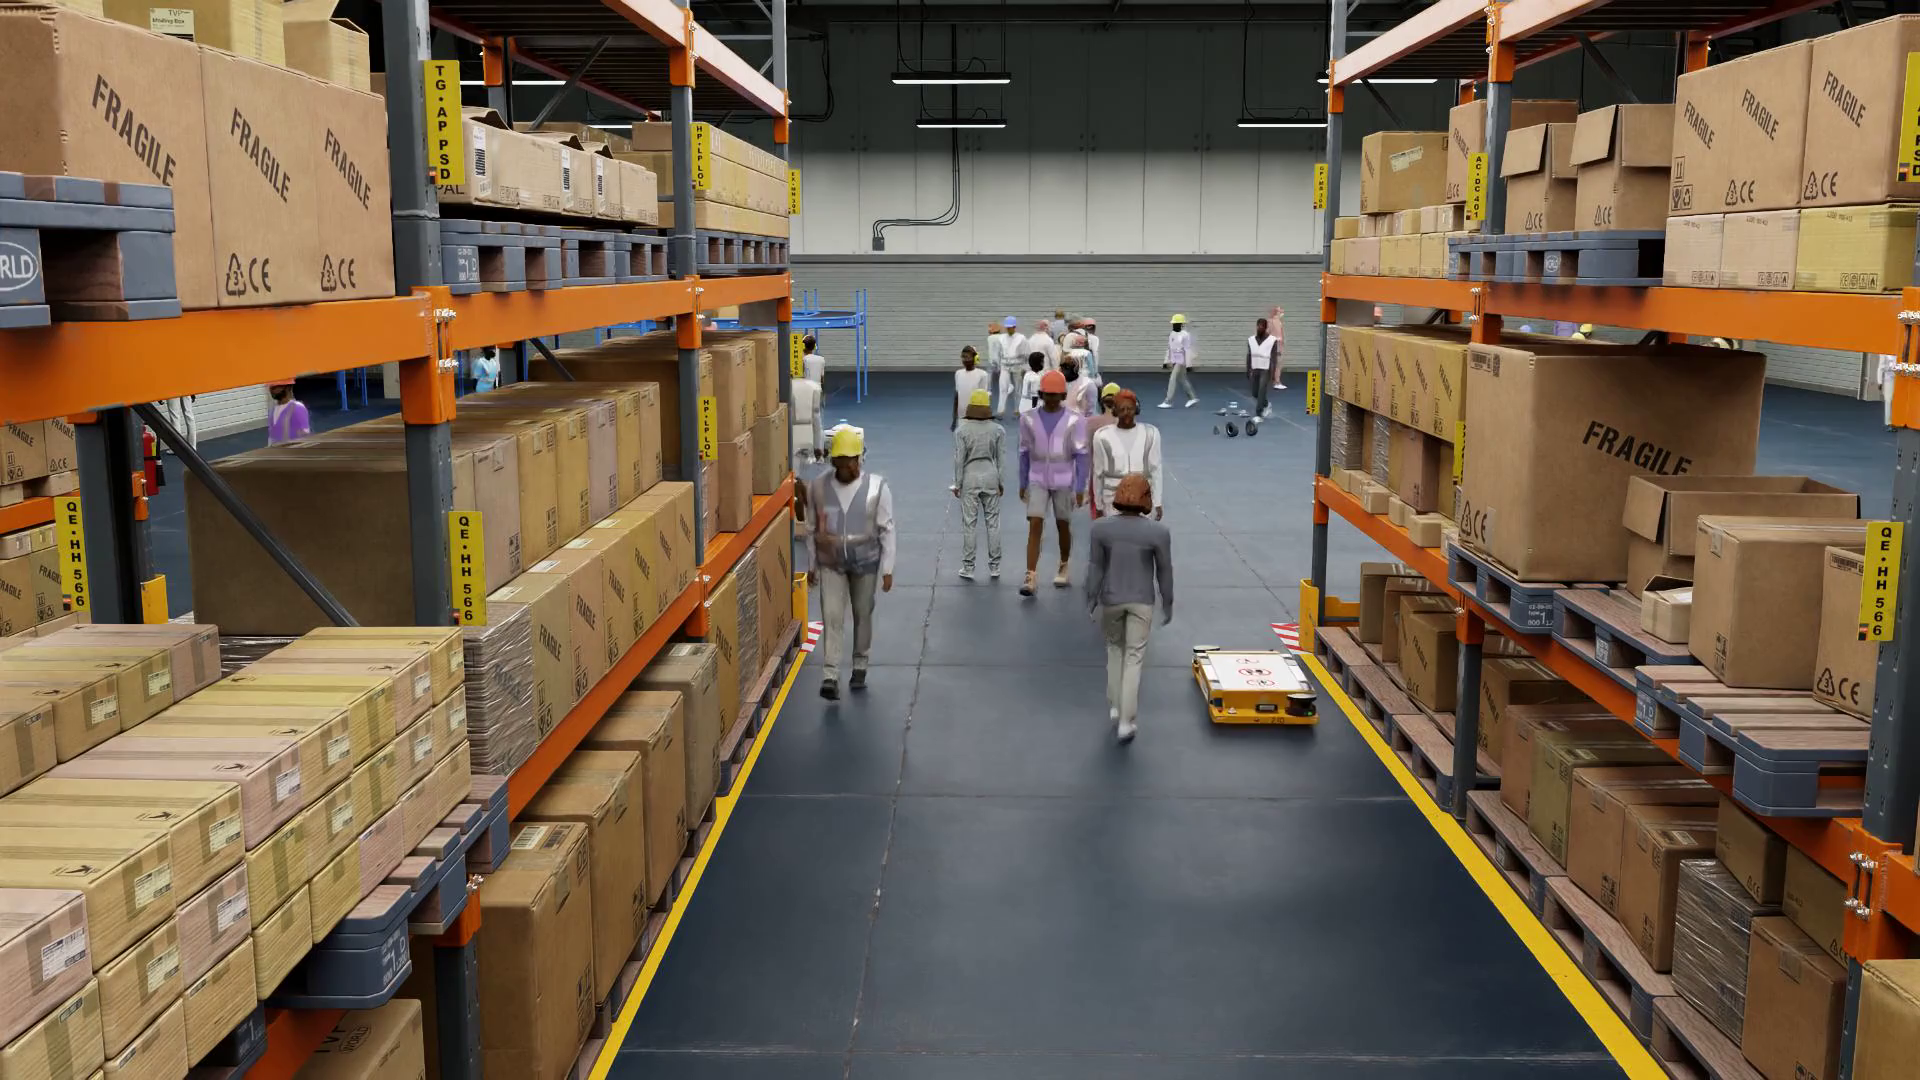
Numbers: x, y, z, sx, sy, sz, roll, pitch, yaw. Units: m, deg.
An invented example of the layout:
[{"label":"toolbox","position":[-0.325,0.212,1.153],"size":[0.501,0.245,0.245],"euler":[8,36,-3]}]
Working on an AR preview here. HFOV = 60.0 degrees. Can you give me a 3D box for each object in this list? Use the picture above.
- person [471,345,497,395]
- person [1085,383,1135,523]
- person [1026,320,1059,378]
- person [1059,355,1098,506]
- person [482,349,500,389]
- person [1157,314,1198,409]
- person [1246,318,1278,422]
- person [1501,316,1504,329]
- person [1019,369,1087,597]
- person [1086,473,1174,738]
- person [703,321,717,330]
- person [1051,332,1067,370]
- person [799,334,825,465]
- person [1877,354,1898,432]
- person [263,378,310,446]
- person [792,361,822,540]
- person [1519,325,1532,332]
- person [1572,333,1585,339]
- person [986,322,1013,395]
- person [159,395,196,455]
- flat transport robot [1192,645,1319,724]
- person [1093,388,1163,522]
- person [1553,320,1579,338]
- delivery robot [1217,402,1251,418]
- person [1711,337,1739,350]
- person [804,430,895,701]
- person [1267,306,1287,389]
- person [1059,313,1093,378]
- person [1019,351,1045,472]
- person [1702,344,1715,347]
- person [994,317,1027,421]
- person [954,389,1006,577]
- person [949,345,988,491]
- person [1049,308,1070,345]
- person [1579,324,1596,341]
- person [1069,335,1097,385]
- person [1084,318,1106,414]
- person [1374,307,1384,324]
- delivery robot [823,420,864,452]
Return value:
[{"label":"person","position":[-7.560,-2.350,26.526],"size":[0.854,1.645,0.552],"euler":[1,10,6]},{"label":"person","position":[1.444,-0.642,16.050],"size":[0.552,1.749,0.367],"euler":[1,10,5]},{"label":"person","position":[1.578,-3.063,30.234],"size":[1.027,1.853,0.648],"euler":[-6,11,-30]},{"label":"person","position":[1.301,-1.253,19.486],"size":[0.647,1.824,0.452],"euler":[7,12,36]},{"label":"person","position":[-8.426,-2.993,29.842],"size":[0.319,1.856,0.517],"euler":[1,10,8]},{"label":"person","position":[4.409,-3.592,33.357],"size":[0.985,1.882,0.589],"euler":[-4,10,-22]},{"label":"person","position":[5.553,-3.127,30.522],"size":[0.593,1.898,0.688],"euler":[7,12,38]},{"label":"person","position":[10.877,-3.637,33.787],"size":[0.761,1.828,0.515],"euler":[-6,11,-32]},{"label":"person","position":[0.804,-0.513,14.632],"size":[0.634,1.976,1.058],"euler":[2,10,14]},{"label":"person","position":[1.067,0.385,10.288],"size":[0.529,1.607,0.621],"euler":[3,10,18]},{"label":"person","position":[-3.939,-2.480,26.399],"size":[0.623,1.978,0.436],"euler":[-5,11,-28]},{"label":"person","position":[1.864,-3.041,30.786],"size":[0.534,1.620,0.360],"euler":[2,10,13]},{"label":"person","position":[-2.176,-2.024,23.990],"size":[0.517,1.868,0.328],"euler":[-8,13,-41]},{"label":"person","position":[16.054,-2.725,28.414],"size":[0.595,1.792,0.890],"euler":[2,10,14]},{"label":"person","position":[-6.574,-0.770,16.386],"size":[0.553,1.898,0.983],"euler":[8,12,39]},{"label":"person","position":[-1.756,-1.014,17.501],"size":[0.454,2.021,0.602],"euler":[8,12,38]},{"label":"person","position":[9.052,-2.483,26.659],"size":[0.639,1.905,0.976],"euler":[1,10,6]},{"label":"person","position":[9.971,-2.467,26.944],"size":[0.312,1.768,0.522],"euler":[9,13,43]},{"label":"person","position":[0.816,-3.962,36.374],"size":[0.501,1.605,0.731],"euler":[-9,13,-43]},{"label":"person","position":[-11.892,-2.260,25.248],"size":[0.376,1.918,0.584],"euler":[7,12,36]},{"label":"flat transport robot","position":[1.940,0.950,11.071],"size":[0.652,0.197,1.431],"euler":[0,9,2]},{"label":"person","position":[1.388,-0.340,13.898],"size":[0.586,1.869,0.650],"euler":[0,9,-2]},{"label":"person","position":[15.436,-5.108,42.327],"size":[0.645,1.913,0.409],"euler":[8,12,39]},{"label":"delivery robot","position":[4.628,-2.211,28.099],"size":[0.335,0.223,0.698],"euler":[-5,11,-29]},{"label":"person","position":[13.791,-3.025,30.161],"size":[0.632,1.815,0.867],"euler":[-5,11,-25]},{"label":"person","position":[-0.746,0.167,11.087],"size":[0.621,1.785,0.898],"euler":[0,9,2]},{"label":"person","position":[7.214,-4.423,38.283],"size":[0.578,1.896,0.643],"euler":[-1,10,-8]},{"label":"person","position":[2.028,-3.069,29.856],"size":[0.647,2.000,0.703],"euler":[7,12,35]},{"label":"person","position":[1.044,-1.758,22.947],"size":[0.510,1.676,0.547],"euler":[-3,10,-16]},{"label":"person","position":[9.813,-1.659,21.886],"size":[0.563,1.838,0.389],"euler":[1,9,3]},{"label":"person","position":[0.918,-3.125,30.456],"size":[0.618,1.893,0.988],"euler":[3,10,19]},{"label":"person","position":[0.177,-0.527,15.388],"size":[0.493,1.743,0.299],"euler":[-2,10,-13]},{"label":"person","position":[0.122,-1.579,21.351],"size":[0.552,1.856,0.646],"euler":[7,12,36]},{"label":"person","position":[2.200,-4.128,36.442],"size":[0.640,1.919,0.697],"euler":[1,10,5]},{"label":"person","position":[12.016,-3.275,31.817],"size":[0.625,1.753,0.520],"euler":[-8,12,-40]},{"label":"person","position":[2.180,-2.819,29.506],"size":[0.493,1.621,0.563],"euler":[-8,12,-39]},{"label":"person","position":[2.431,-3.139,30.629],"size":[0.896,1.881,0.553],"euler":[-8,13,-41]},{"label":"person","position":[8.740,-3.928,35.060],"size":[0.621,1.974,0.427],"euler":[0,9,2]},{"label":"delivery robot","position":[-1.753,-1.568,25.024],"size":[0.477,0.478,0.707],"euler":[5,11,28]}]
